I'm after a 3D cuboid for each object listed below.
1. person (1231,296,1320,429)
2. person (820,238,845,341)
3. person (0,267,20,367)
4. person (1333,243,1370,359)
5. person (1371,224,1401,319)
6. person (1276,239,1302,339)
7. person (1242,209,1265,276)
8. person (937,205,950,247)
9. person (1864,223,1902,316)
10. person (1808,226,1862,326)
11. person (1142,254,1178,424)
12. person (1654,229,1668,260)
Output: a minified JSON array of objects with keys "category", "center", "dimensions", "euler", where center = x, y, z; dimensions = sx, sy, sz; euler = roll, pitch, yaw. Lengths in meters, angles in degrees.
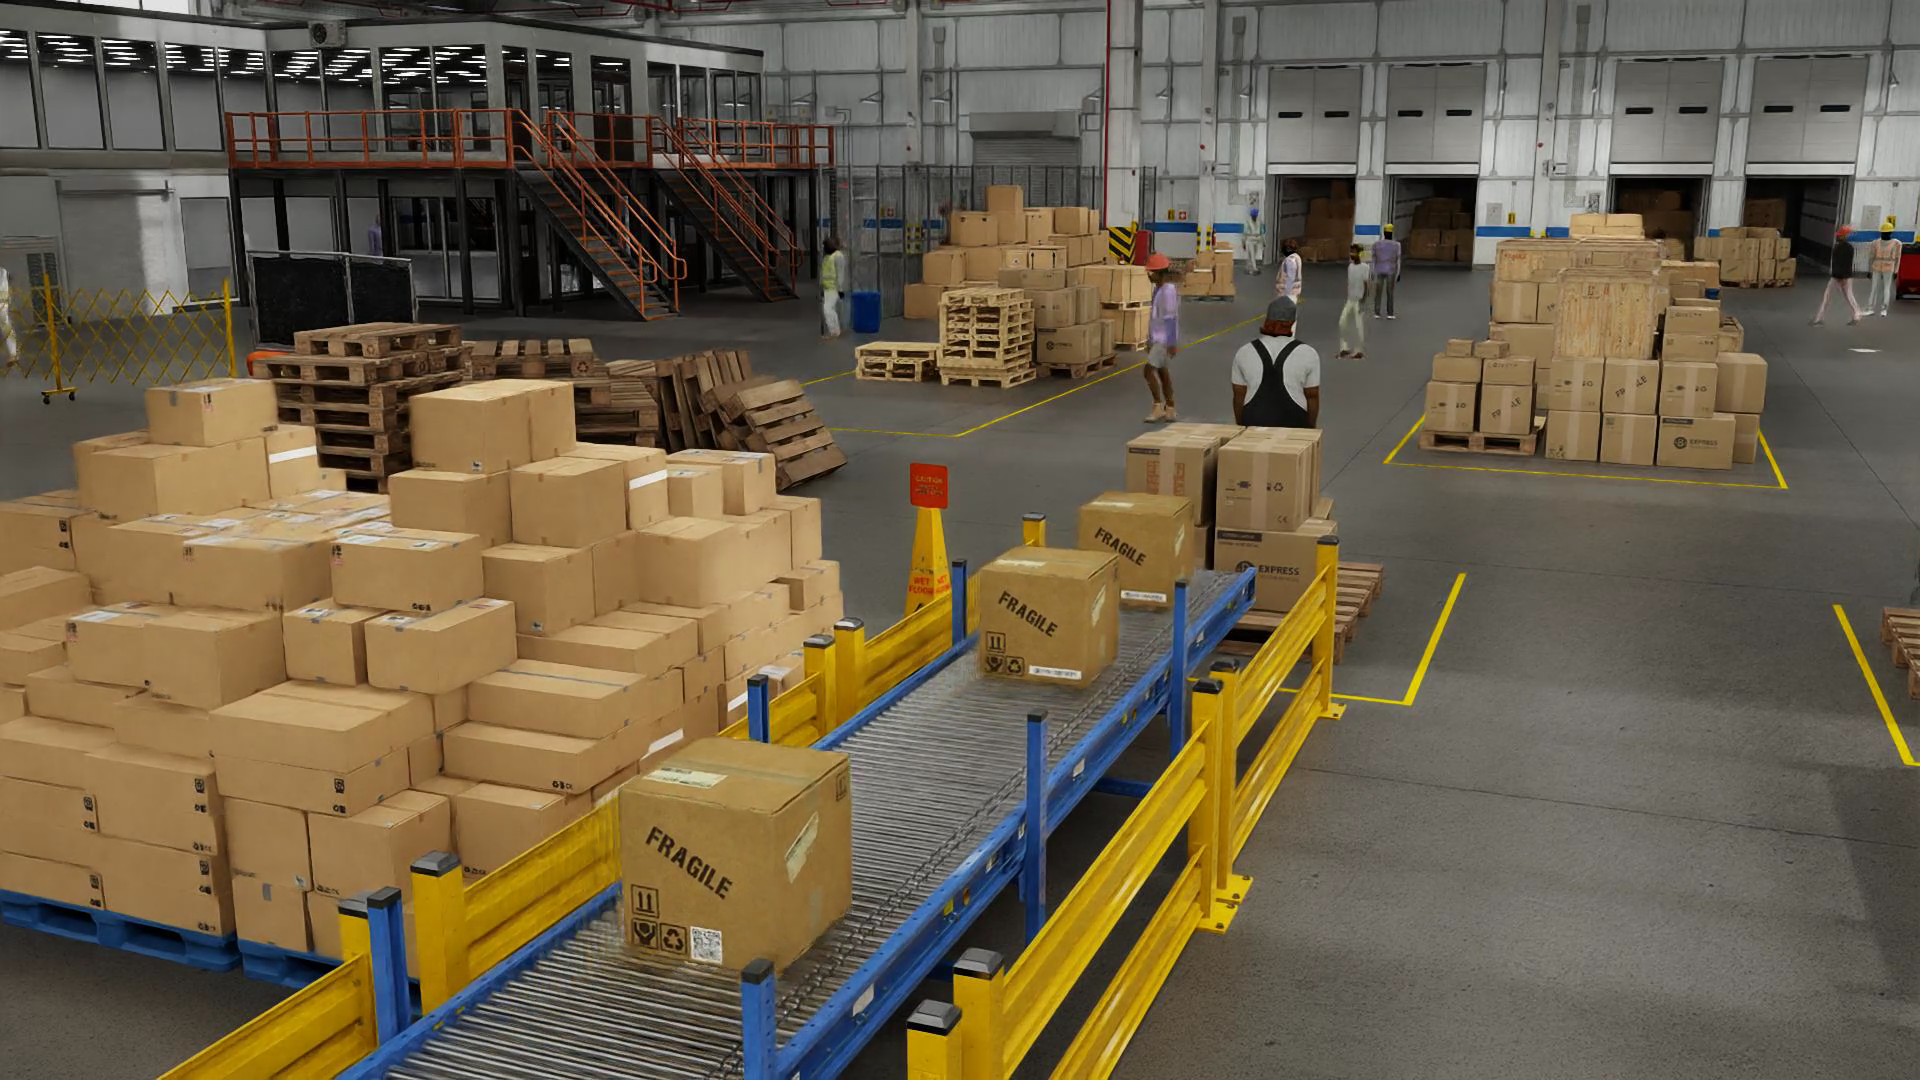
[{"category":"person","center":[2.505,-0.911,13.172],"dimensions":[0.682,2.000,0.536],"euler":[5,13,21]},{"category":"person","center":[-2.333,-4.444,29.522],"dimensions":[0.581,1.812,0.667],"euler":[-6,14,-24]},{"category":"person","center":[-14.883,-3.563,25.564],"dimensions":[1.035,1.831,0.578],"euler":[9,16,36]},{"category":"person","center":[6.277,-3.791,26.528],"dimensions":[0.621,1.852,0.532],"euler":[-9,15,-34]},{"category":"person","center":[8.651,-5.446,33.770],"dimensions":[0.595,1.925,0.370],"euler":[5,14,23]},{"category":"person","center":[5.595,-4.199,28.369],"dimensions":[0.430,1.845,0.619],"euler":[4,13,19]},{"category":"person","center":[8.420,-8.541,47.774],"dimensions":[0.601,1.892,1.052],"euler":[-5,14,-22]},{"category":"person","center":[-0.522,-9.256,50.837],"dimensions":[1.044,1.935,0.647],"euler":[-4,13,-18]},{"category":"person","center":[19.164,-5.612,34.520],"dimensions":[0.589,1.924,0.383],"euler":[11,17,42]},{"category":"person","center":[17.160,-5.122,32.306],"dimensions":[1.033,1.945,0.633],"euler":[-2,13,-8]},{"category":"person","center":[2.336,-2.377,19.783],"dimensions":[0.620,2.020,0.657],"euler":[-2,13,-7]},{"category":"person","center":[13.534,-5.111,32.398],"dimensions":[1.029,1.884,0.631],"euler":[-3,13,-13]}]
